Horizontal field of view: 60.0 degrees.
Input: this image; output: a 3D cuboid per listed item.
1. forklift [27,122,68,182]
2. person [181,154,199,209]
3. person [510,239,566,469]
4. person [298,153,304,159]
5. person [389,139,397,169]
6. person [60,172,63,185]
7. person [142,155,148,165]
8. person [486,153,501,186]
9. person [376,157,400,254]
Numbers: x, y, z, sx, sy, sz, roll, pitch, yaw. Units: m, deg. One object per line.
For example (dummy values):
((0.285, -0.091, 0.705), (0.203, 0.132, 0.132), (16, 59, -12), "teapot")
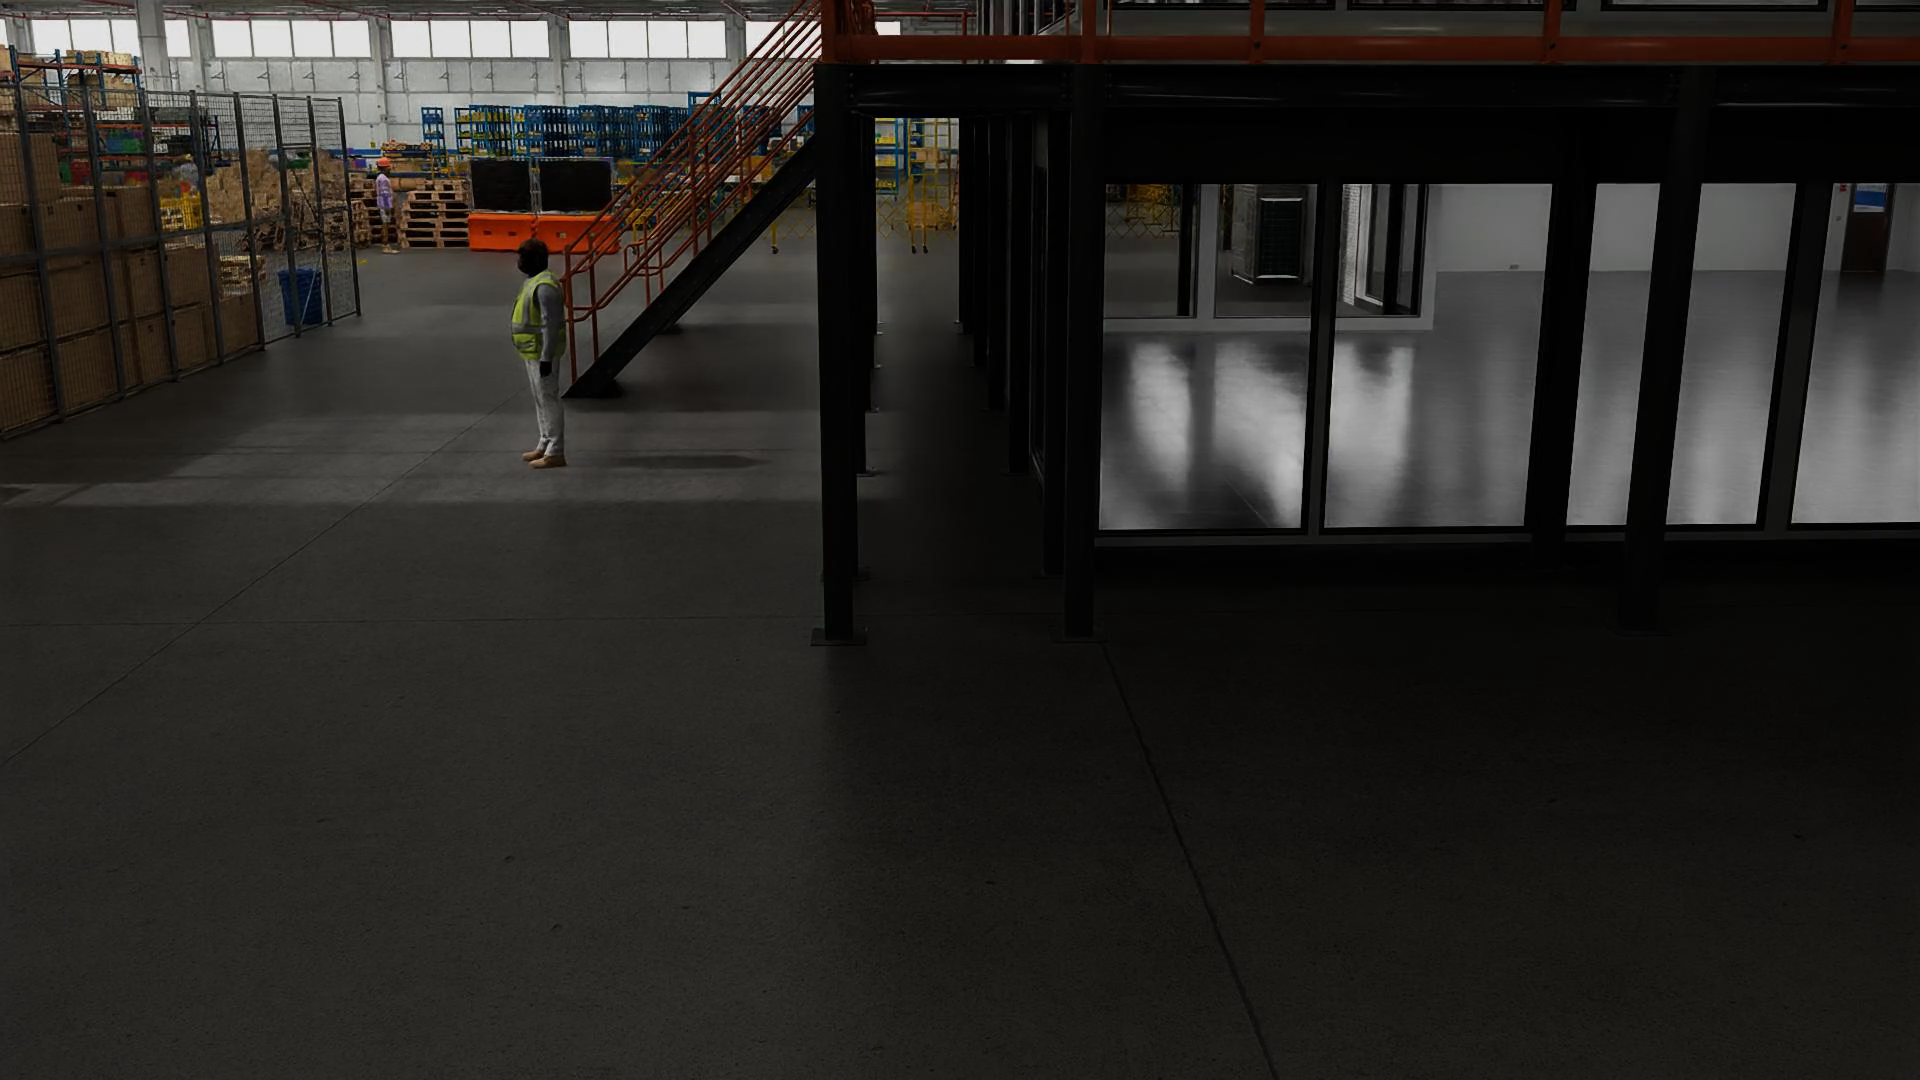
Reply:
((-35.376, -14.773, 64.377), (1.129, 2.768, 1.873), (-1, 14, -2), "forklift")
((-24.586, -11.431, 53.229), (0.602, 1.799, 0.918), (-1, 14, -5), "person")
((-3.403, -1.505, 13.458), (0.429, 1.841, 0.633), (-6, 15, -23), "person")
((-25.280, -14.105, 64.207), (0.388, 1.663, 0.665), (11, 18, 37), "person")
((-27.962, -18.771, 82.150), (0.622, 1.993, 0.381), (12, 19, 41), "person")
((-17.721, -6.364, 32.850), (0.328, 1.861, 0.504), (-12, 19, -41), "person")
((-35.031, -16.193, 71.963), (0.632, 1.939, 0.368), (-8, 16, -28), "person")
((-16.179, -12.578, 57.946), (0.537, 1.726, 0.892), (6, 15, 21), "person")
((-12.263, -7.142, 35.572), (0.379, 2.045, 0.605), (-6, 15, -22), "person")
